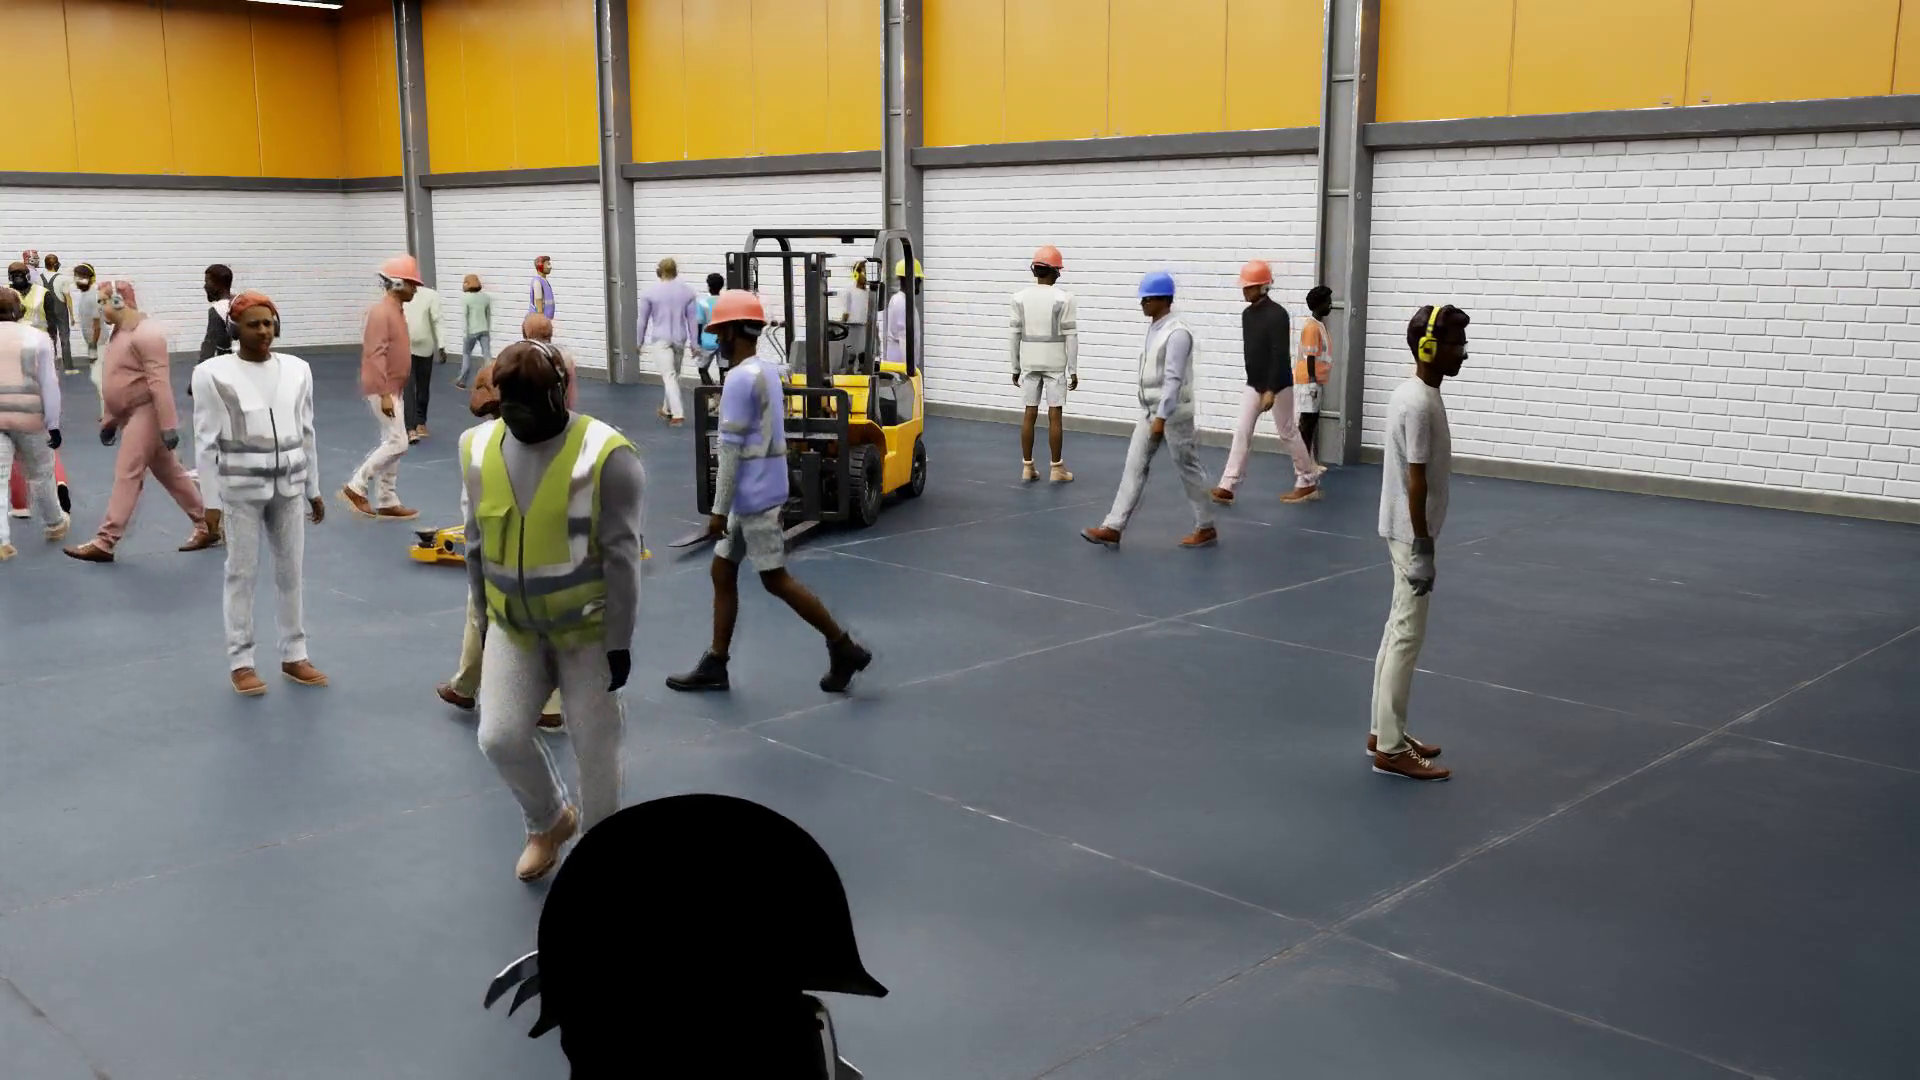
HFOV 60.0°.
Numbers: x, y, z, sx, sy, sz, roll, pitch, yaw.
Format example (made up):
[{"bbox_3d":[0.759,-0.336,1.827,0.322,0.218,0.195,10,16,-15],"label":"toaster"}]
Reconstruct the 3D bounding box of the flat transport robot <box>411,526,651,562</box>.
[{"bbox_3d":[-2.790,0.031,10.806,1.431,0.197,0.652,5,12,25],"label":"flat transport robot"}]

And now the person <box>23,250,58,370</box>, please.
[{"bbox_3d":[-14.545,-3.607,26.181,0.654,1.906,0.408,8,13,39],"label":"person"}]

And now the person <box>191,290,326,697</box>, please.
[{"bbox_3d":[-3.263,-0.220,7.779,0.337,1.883,0.584,9,14,40],"label":"person"}]

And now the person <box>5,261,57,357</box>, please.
[{"bbox_3d":[-10.426,-2.177,18.563,0.636,1.840,0.429,-3,11,-16],"label":"person"}]

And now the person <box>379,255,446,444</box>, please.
[{"bbox_3d":[-5.695,-1.993,17.325,0.614,1.939,1.063,-5,11,-25],"label":"person"}]

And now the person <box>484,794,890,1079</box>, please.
[{"bbox_3d":[-0.148,1.032,1.075,0.404,1.836,0.594,9,13,39],"label":"person"}]

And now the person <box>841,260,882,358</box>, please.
[{"bbox_3d":[-1.096,-2.208,18.690,0.397,1.855,0.561,9,14,40],"label":"person"}]

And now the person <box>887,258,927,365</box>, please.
[{"bbox_3d":[-0.499,-1.691,15.676,0.379,1.925,0.593,-1,10,-5],"label":"person"}]

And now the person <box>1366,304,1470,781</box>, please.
[{"bbox_3d":[1.817,0.005,6.599,0.311,1.864,0.533,2,11,11],"label":"person"}]

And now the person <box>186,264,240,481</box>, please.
[{"bbox_3d":[-6.351,-1.384,14.144,0.879,1.880,0.596,-2,11,-10],"label":"person"}]

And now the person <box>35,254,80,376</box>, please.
[{"bbox_3d":[-13.771,-3.422,25.335,0.511,1.844,0.328,-1,10,-3],"label":"person"}]

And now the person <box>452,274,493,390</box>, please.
[{"bbox_3d":[-6.663,-2.828,22.790,0.842,1.591,0.521,9,14,42],"label":"person"}]

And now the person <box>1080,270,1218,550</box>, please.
[{"bbox_3d":[1.336,-0.858,11.221,0.994,1.896,0.621,-4,11,-20],"label":"person"}]

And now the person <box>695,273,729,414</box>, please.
[{"bbox_3d":[-2.917,-2.329,19.799,0.557,1.680,0.455,-6,12,-28],"label":"person"}]

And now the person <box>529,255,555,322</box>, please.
[{"bbox_3d":[-5.858,-3.061,23.357,0.389,1.850,0.566,-1,10,-7],"label":"person"}]

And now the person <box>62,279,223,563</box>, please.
[{"bbox_3d":[-5.458,-0.797,11.038,1.027,1.845,0.662,-10,14,-42],"label":"person"}]

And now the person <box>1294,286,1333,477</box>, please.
[{"bbox_3d":[3.139,-1.407,14.773,0.320,1.694,0.531,4,11,21],"label":"person"}]

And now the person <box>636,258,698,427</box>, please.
[{"bbox_3d":[-3.291,-2.219,18.725,0.650,1.879,1.045,-6,12,-31],"label":"person"}]

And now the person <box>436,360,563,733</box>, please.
[{"bbox_3d":[-1.999,0.016,7.268,0.824,1.591,0.512,10,14,43],"label":"person"}]

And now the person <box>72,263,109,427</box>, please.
[{"bbox_3d":[-9.729,-2.178,18.643,0.363,1.823,0.701,-8,13,-38],"label":"person"}]

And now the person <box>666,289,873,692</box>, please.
[{"bbox_3d":[-0.879,-0.211,7.709,0.943,1.895,0.549,0,10,2],"label":"person"}]

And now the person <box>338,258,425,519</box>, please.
[{"bbox_3d":[-4.251,-1.101,12.385,0.609,1.959,0.642,-1,10,-5],"label":"person"}]

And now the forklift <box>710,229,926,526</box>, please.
[{"bbox_3d":[-1.050,-1.319,12.920,1.214,2.155,2.313,2,11,13],"label":"forklift"}]

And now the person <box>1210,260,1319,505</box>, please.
[{"bbox_3d":[2.428,-1.227,13.135,1.001,1.938,0.619,-5,12,-26],"label":"person"}]

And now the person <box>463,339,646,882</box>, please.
[{"bbox_3d":[-1.277,0.276,5.260,0.637,1.821,0.441,2,11,13],"label":"person"}]

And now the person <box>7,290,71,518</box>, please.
[{"bbox_3d":[-6.978,-1.006,12.412,0.643,1.750,0.535,8,13,39],"label":"person"}]

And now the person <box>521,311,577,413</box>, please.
[{"bbox_3d":[-2.825,-0.722,11.215,0.537,1.625,0.484,-6,12,-30],"label":"person"}]

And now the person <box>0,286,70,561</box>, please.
[{"bbox_3d":[-6.366,-0.802,11.204,0.652,1.785,0.982,-3,11,-14],"label":"person"}]

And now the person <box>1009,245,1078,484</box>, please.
[{"bbox_3d":[0.737,-1.502,14.328,0.616,2.041,0.383,5,11,25],"label":"person"}]
